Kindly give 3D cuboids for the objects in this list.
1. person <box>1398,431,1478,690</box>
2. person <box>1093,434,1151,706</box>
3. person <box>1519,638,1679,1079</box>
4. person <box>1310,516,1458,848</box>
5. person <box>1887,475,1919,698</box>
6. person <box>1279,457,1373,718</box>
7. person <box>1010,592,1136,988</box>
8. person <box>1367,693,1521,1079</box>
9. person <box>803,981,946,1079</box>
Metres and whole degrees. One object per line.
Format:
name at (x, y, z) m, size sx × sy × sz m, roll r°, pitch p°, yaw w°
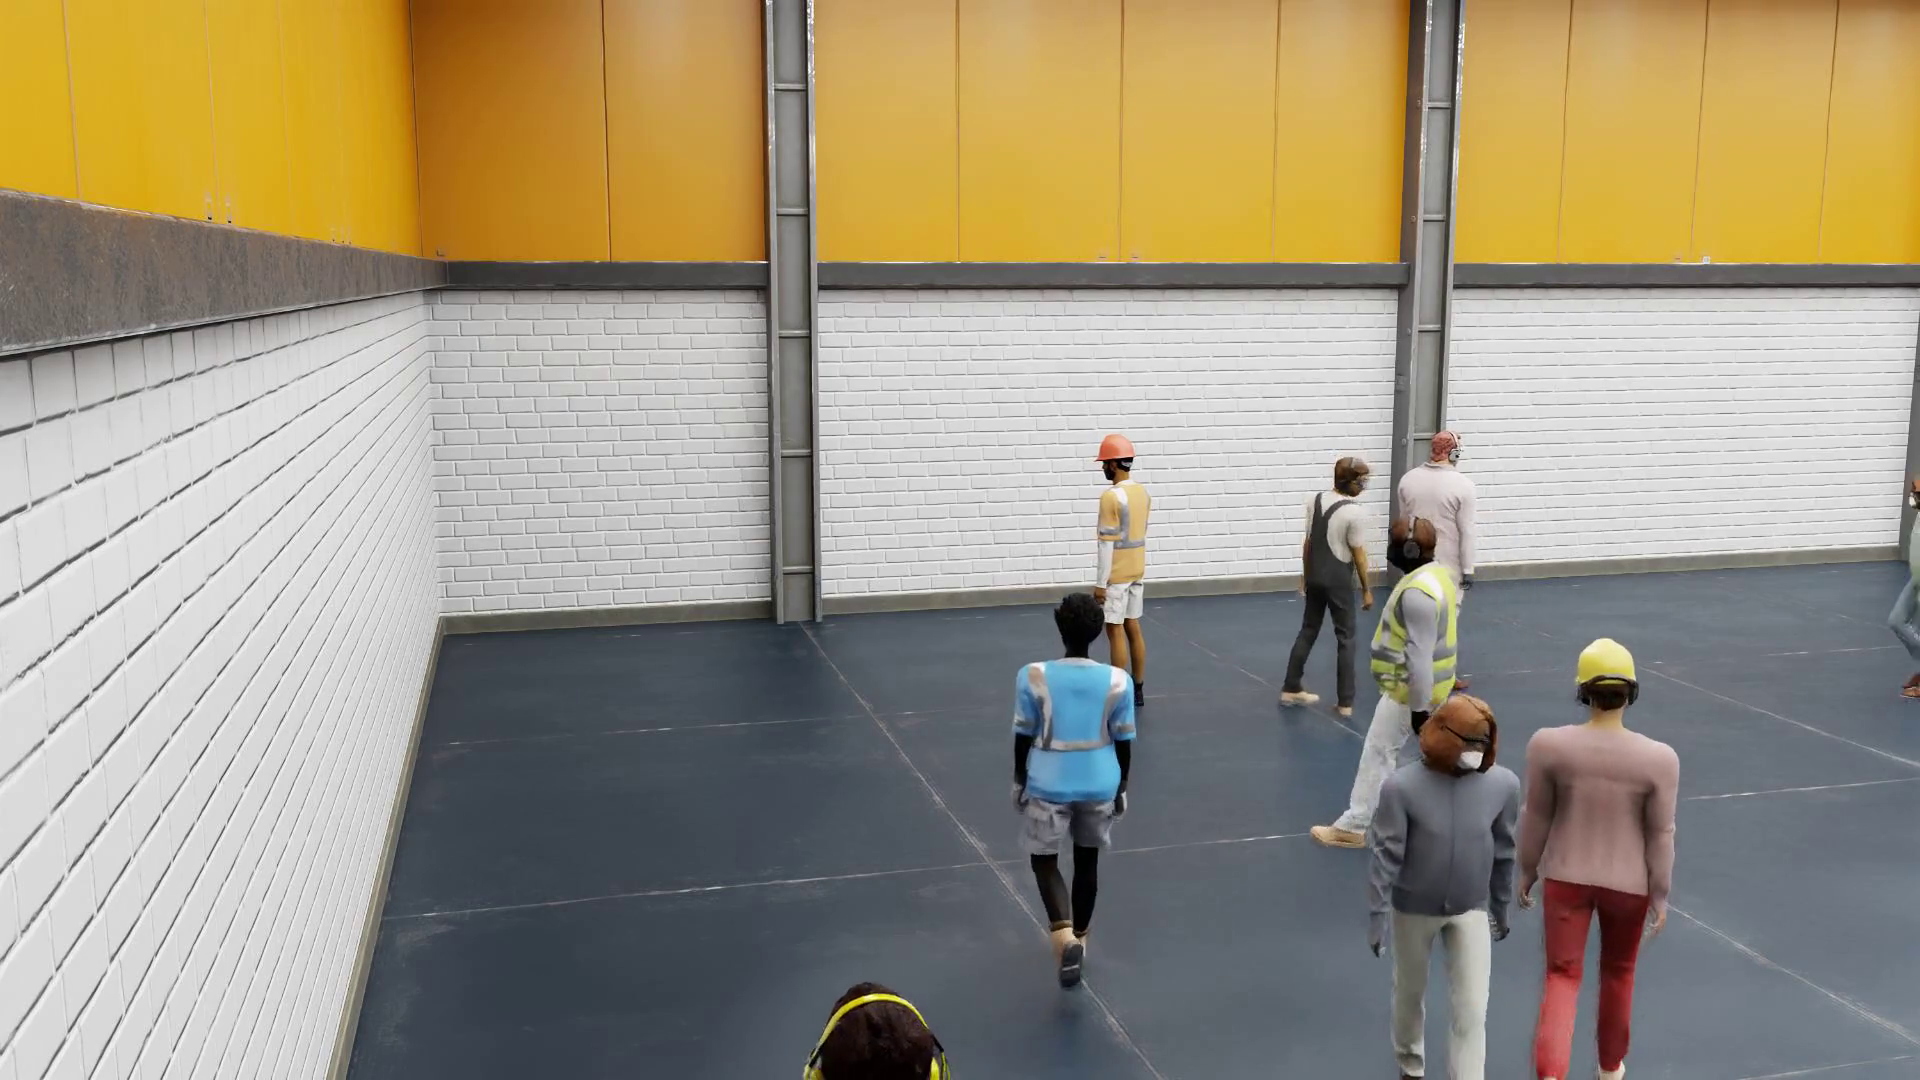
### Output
person at (3.500, 0.150, 12.135) m, size 0.403 × 1.900 × 0.639 m, roll -8°, pitch 12°, yaw -40°
person at (1.090, 0.230, 11.540) m, size 0.382 × 1.929 × 0.538 m, roll 6°, pitch 11°, yaw 34°
person at (2.257, 1.227, 5.934) m, size 0.524 × 1.730 × 0.797 m, roll 4°, pitch 10°, yaw 25°
person at (2.375, 0.759, 8.654) m, size 0.951 × 1.797 × 0.650 m, roll 4°, pitch 10°, yaw 24°
person at (6.854, 0.337, 11.834) m, size 0.365 × 1.617 × 0.525 m, roll 2°, pitch 9°, yaw 11°
person at (2.536, 0.313, 11.413) m, size 0.366 × 1.803 × 0.595 m, roll -6°, pitch 11°, yaw -34°
person at (0.493, 1.064, 7.096) m, size 0.539 × 1.678 × 0.648 m, roll -1°, pitch 9°, yaw -7°
person at (1.675, 1.322, 5.724) m, size 0.531 × 1.588 × 0.844 m, roll 0°, pitch 9°, yaw 2°
person at (-0.168, 1.664, 2.945) m, size 0.543 × 1.811 × 0.985 m, roll -2°, pitch 9°, yaw -14°
